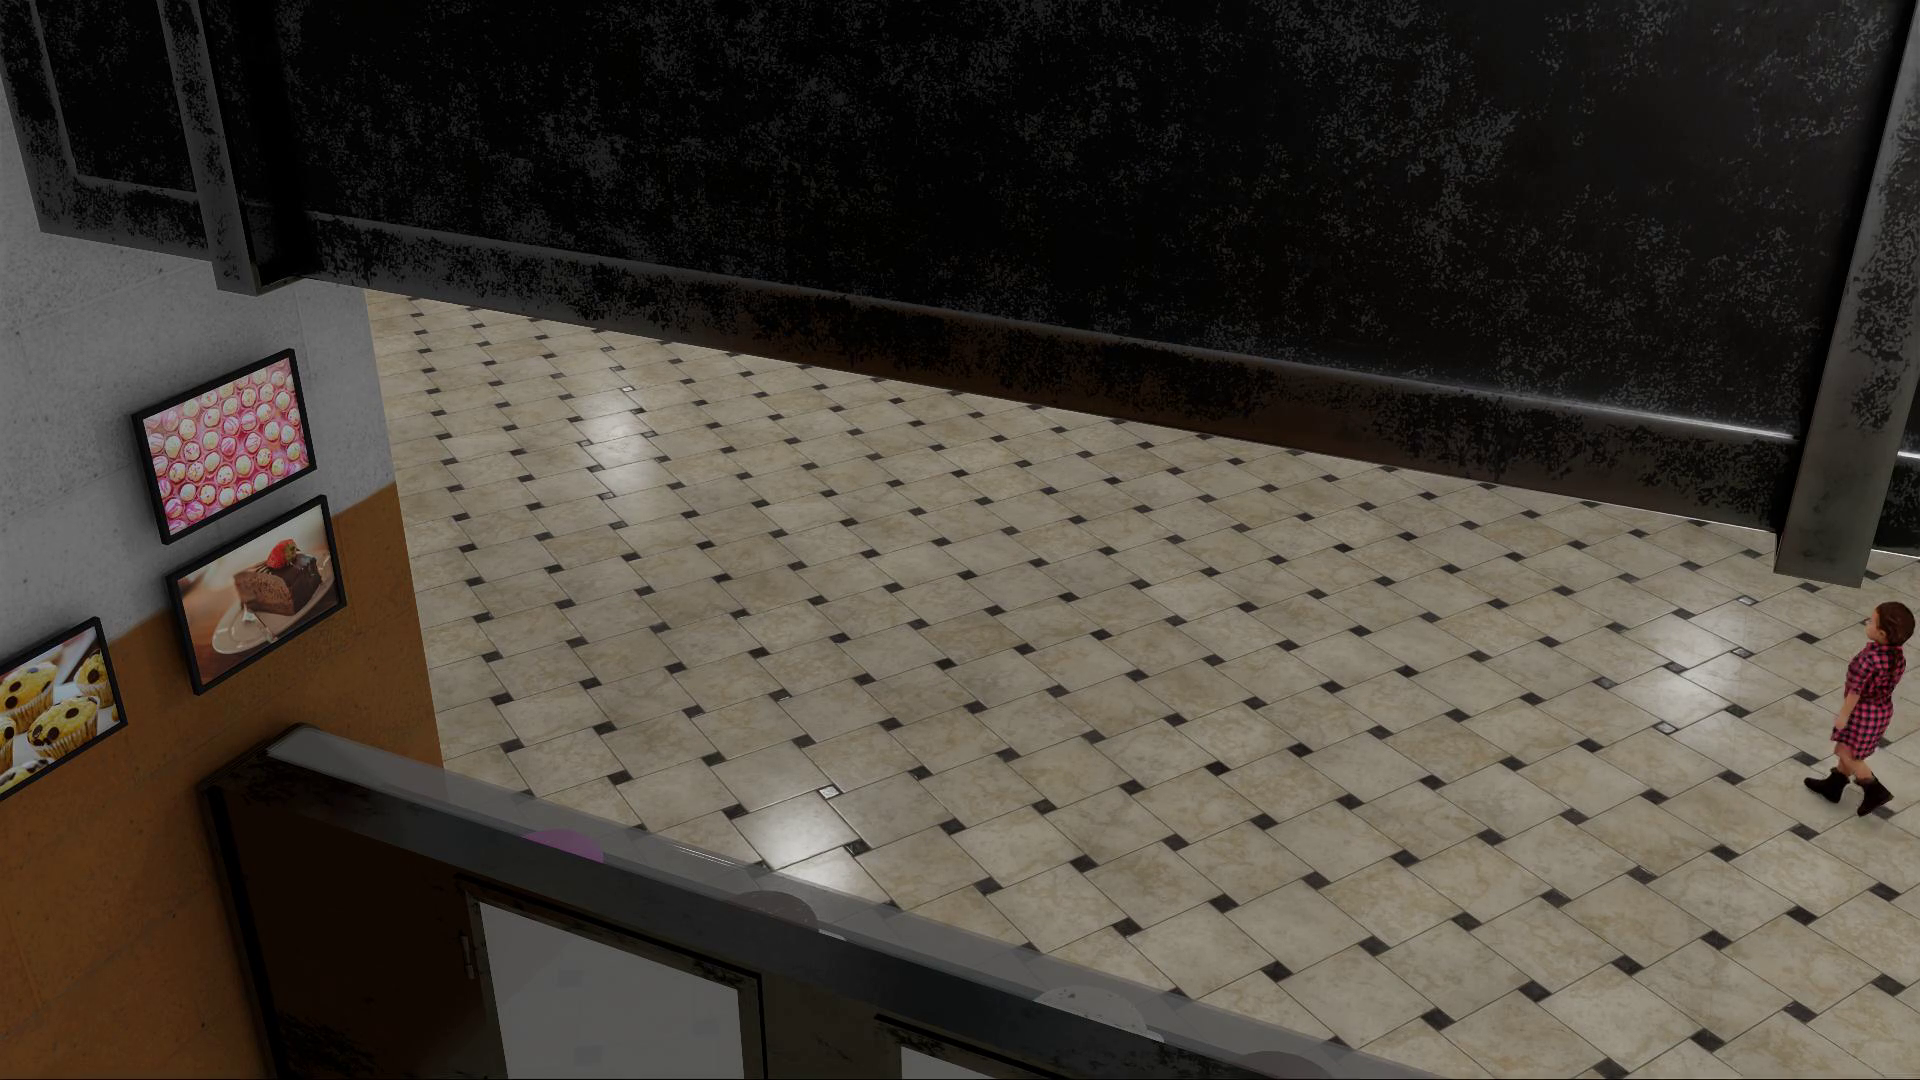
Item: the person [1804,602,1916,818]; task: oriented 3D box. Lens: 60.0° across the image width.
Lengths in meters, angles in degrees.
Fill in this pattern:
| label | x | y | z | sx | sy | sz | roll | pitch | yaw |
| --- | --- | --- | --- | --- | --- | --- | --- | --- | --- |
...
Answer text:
| label | x | y | z | sx | sy | sz | roll | pitch | yaw |
| --- | --- | --- | --- | --- | --- | --- | --- | --- | --- |
| person | 4.006 | 0.758 | 7.302 | 0.632 | 1.014 | 0.662 | -15 | 30 | -27 |
